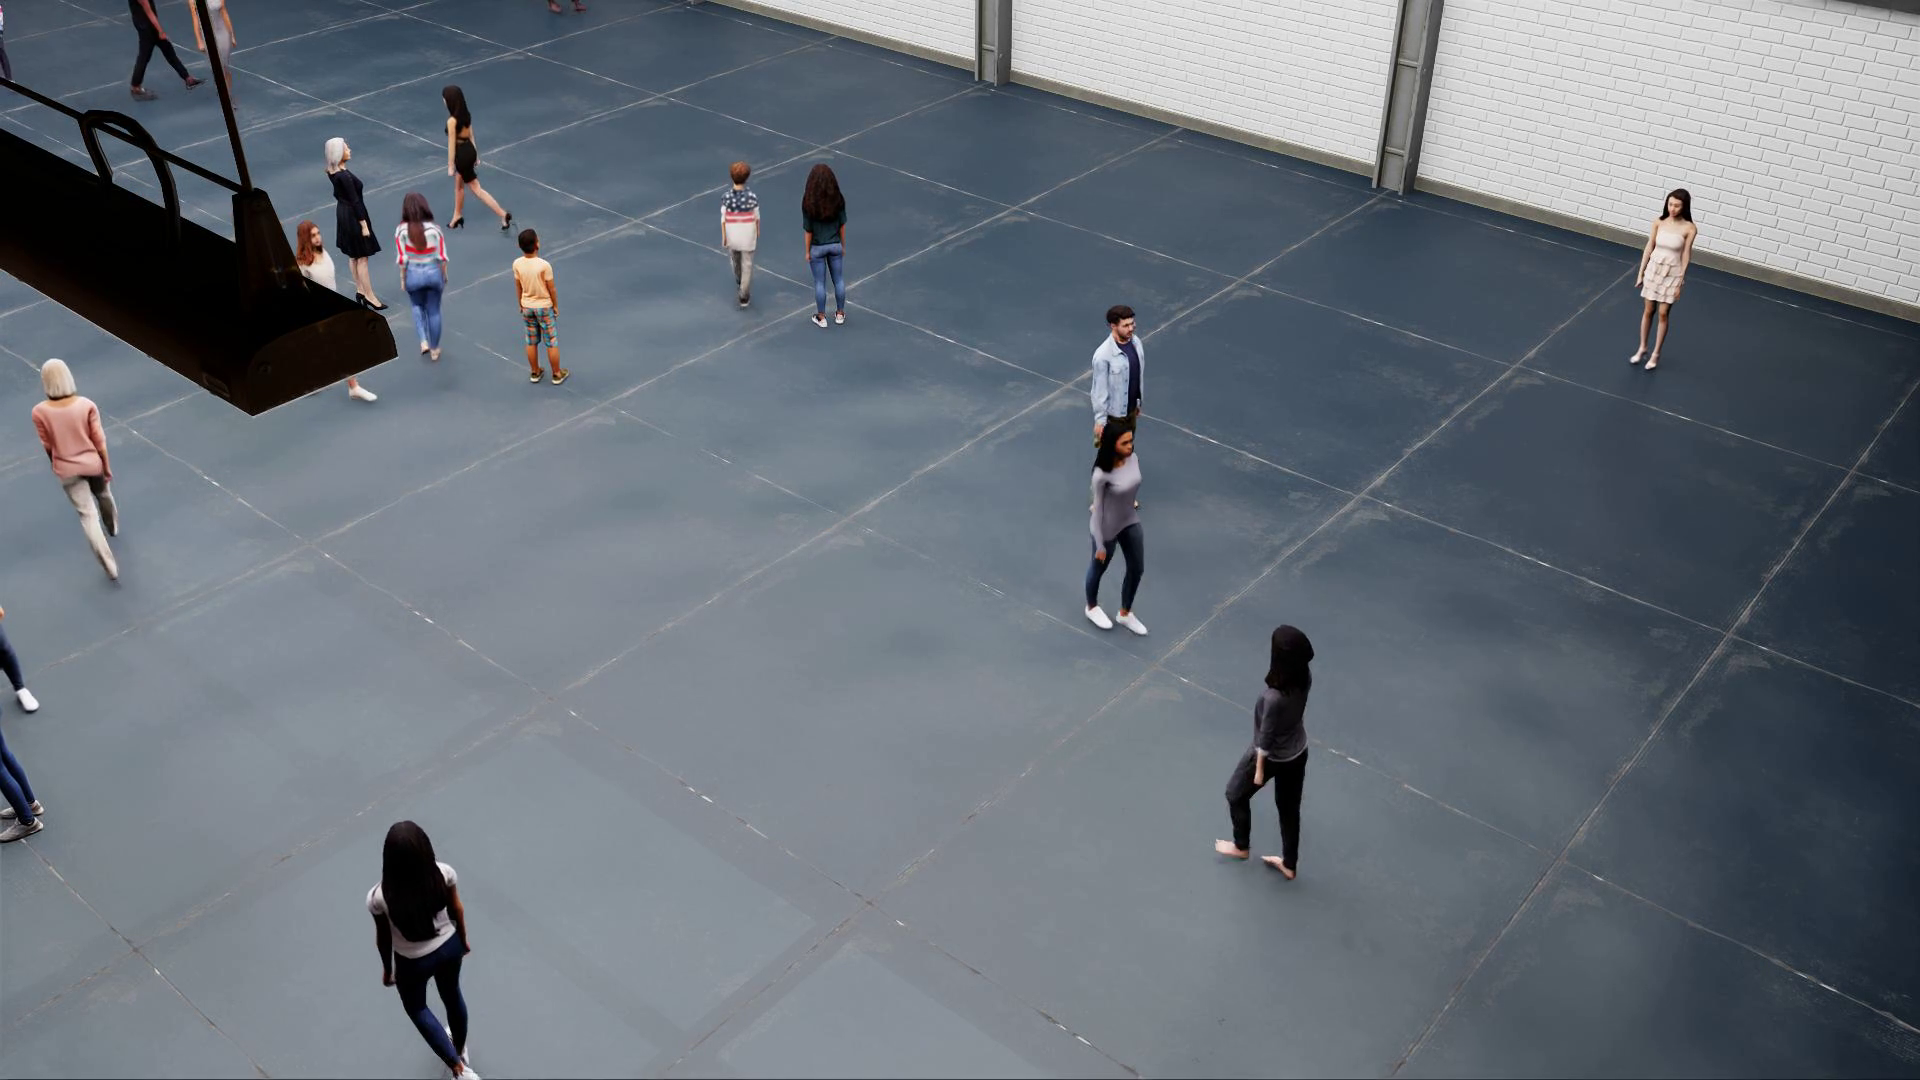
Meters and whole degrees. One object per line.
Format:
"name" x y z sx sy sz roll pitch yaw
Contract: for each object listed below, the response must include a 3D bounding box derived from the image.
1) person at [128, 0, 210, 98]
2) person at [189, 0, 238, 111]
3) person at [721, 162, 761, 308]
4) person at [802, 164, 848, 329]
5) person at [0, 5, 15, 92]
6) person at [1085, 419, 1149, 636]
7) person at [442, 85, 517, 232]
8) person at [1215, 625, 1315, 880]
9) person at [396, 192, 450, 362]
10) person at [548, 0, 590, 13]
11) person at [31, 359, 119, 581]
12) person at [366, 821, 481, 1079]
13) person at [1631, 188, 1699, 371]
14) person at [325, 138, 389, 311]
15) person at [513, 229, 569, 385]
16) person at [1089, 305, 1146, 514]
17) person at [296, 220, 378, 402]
"person" -10.566 -6.566 21.454 1.095 1.765 1.253 -14 36 -20
"person" -9.507 -6.369 21.152 0.664 1.772 0.616 29 43 36
"person" -2.153 -2.984 16.394 0.920 1.402 0.938 0 34 0
"person" -1.292 -2.826 15.962 0.707 1.617 0.742 -11 35 -16
"person" -12.818 -6.817 21.817 0.862 1.781 1.166 -20 39 -28
"person" 1.015 -0.122 11.801 0.701 1.719 0.774 -26 42 -34
"person" -5.203 -4.018 17.759 1.138 1.613 0.915 6 34 9
"person" 1.914 1.297 9.645 0.668 1.743 0.783 -27 42 -34
"person" -4.928 -2.381 15.312 0.742 1.594 0.789 -9 35 -13
"person" -6.115 -8.757 24.707 0.985 1.813 0.806 20 38 27
"person" -6.545 -0.484 12.391 0.865 1.668 1.246 -18 38 -25
"person" -2.637 2.146 8.348 0.727 1.764 0.917 -22 40 -30
"person" 6.440 -2.390 15.200 0.459 1.735 0.637 27 42 35
"person" -5.914 -3.089 16.240 0.704 1.746 0.556 -25 41 -32
"person" -3.819 -2.105 15.019 0.574 1.459 0.653 2 34 3
"person" 1.229 -1.015 13.061 0.563 1.811 0.681 27 42 34
"person" -5.672 -2.001 14.664 1.101 1.680 0.816 12 35 17
